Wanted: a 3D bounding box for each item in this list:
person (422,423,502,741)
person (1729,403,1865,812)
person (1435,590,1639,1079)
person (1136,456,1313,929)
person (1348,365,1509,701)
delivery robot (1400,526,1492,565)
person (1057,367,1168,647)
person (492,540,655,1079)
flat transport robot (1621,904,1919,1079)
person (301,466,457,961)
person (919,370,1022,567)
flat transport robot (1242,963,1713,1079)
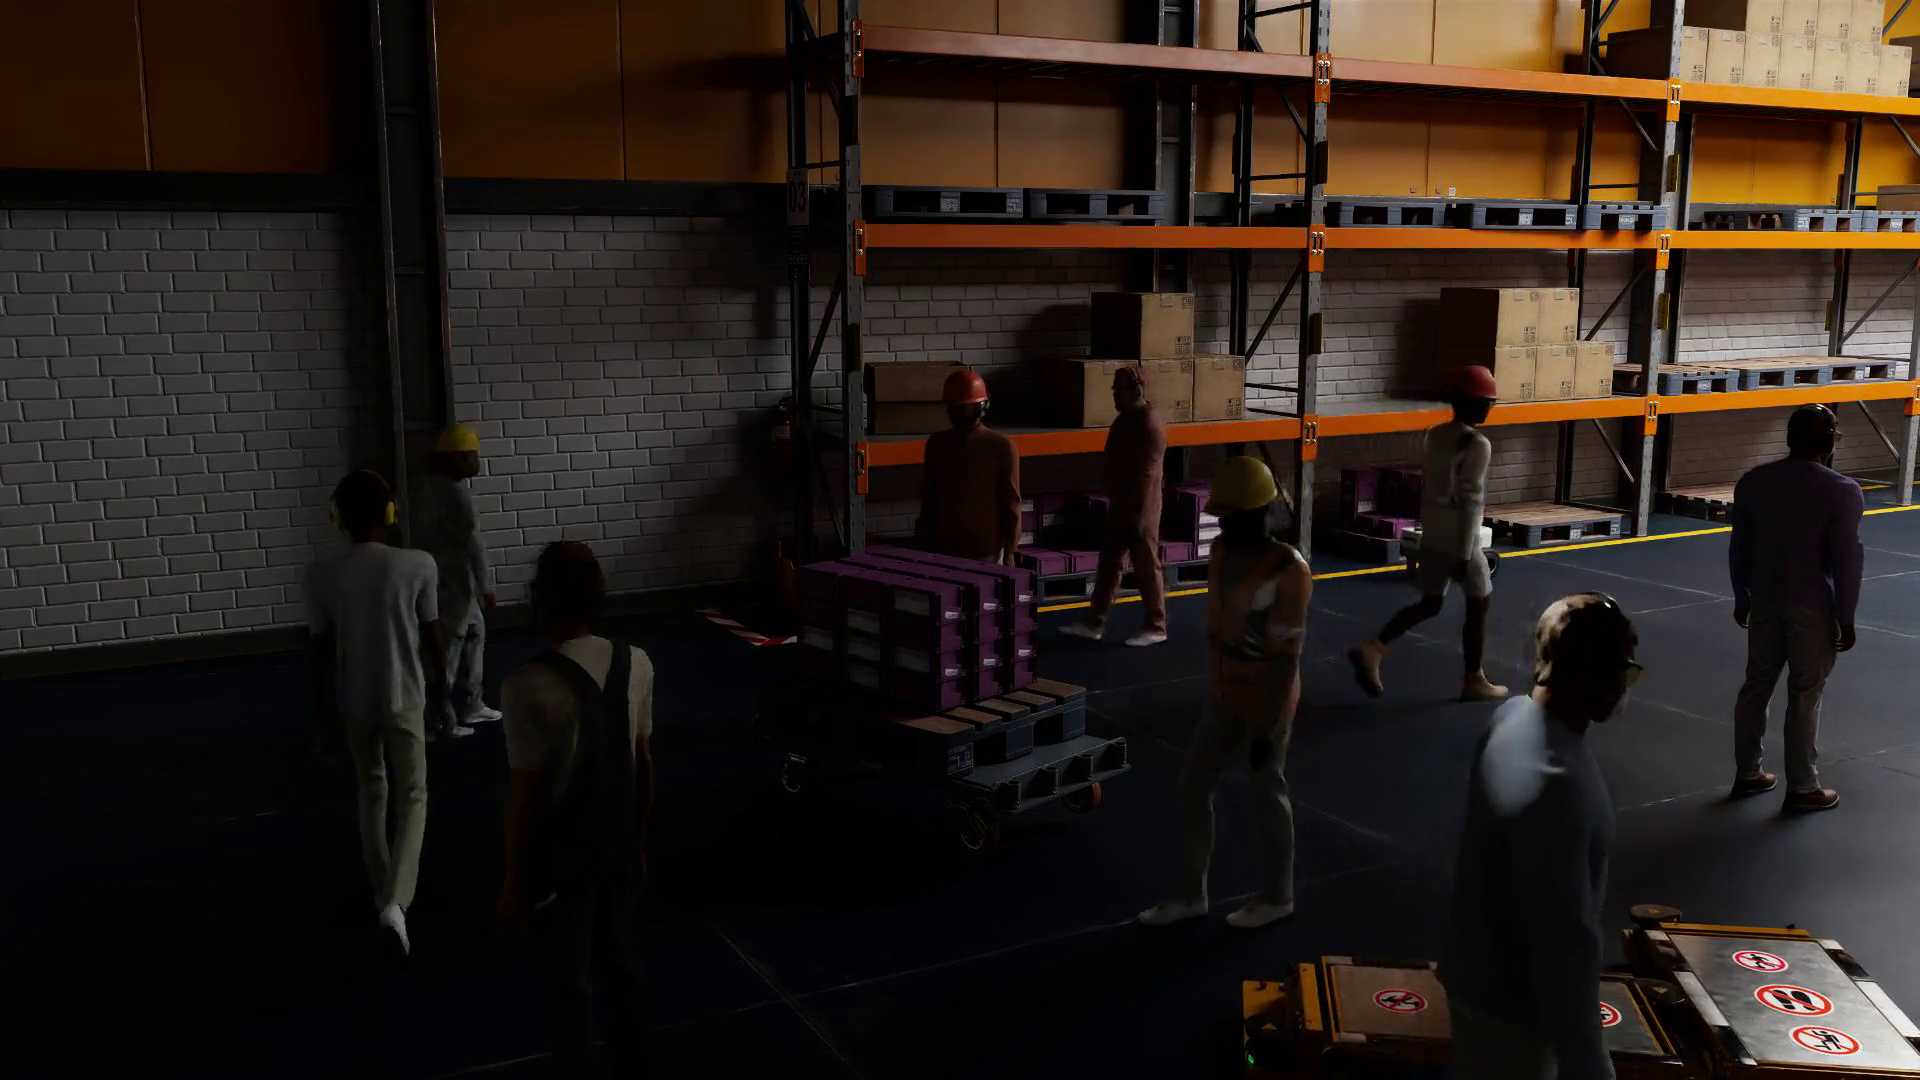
[{"bbox_3d":[-2.697,0.221,9.084,0.654,1.719,0.505,-8,13,-39],"label":"person"},{"bbox_3d":[3.968,0.316,7.915,0.357,1.938,0.638,-6,11,-30],"label":"person"},{"bbox_3d":[1.368,1.066,3.731,0.823,1.889,0.719,3,10,18],"label":"person"},{"bbox_3d":[1.021,0.618,6.309,0.786,1.887,0.613,-5,11,-26],"label":"person"},{"bbox_3d":[2.774,-0.018,9.689,0.920,2.006,0.614,-3,10,-16],"label":"person"},{"bbox_3d":[3.922,0.004,13.425,0.707,0.478,0.477,-3,10,-18],"label":"delivery robot"},{"bbox_3d":[1.077,-0.202,11.066,0.646,1.894,0.687,-3,10,-16],"label":"person"},{"bbox_3d":[-1.089,0.918,4.760,0.347,1.840,0.527,7,12,35],"label":"person"},{"bbox_3d":[2.706,1.571,5.491,0.652,0.197,1.431,1,10,8],"label":"flat transport robot"},{"bbox_3d":[-2.208,0.641,6.333,0.515,1.842,0.865,-1,10,-8],"label":"person"},{"bbox_3d":[0.038,0.033,9.390,0.623,1.989,0.400,5,11,28],"label":"person"},{"bbox_3d":[1.641,1.592,5.371,1.431,0.197,0.652,2,10,9],"label":"flat transport robot"}]
